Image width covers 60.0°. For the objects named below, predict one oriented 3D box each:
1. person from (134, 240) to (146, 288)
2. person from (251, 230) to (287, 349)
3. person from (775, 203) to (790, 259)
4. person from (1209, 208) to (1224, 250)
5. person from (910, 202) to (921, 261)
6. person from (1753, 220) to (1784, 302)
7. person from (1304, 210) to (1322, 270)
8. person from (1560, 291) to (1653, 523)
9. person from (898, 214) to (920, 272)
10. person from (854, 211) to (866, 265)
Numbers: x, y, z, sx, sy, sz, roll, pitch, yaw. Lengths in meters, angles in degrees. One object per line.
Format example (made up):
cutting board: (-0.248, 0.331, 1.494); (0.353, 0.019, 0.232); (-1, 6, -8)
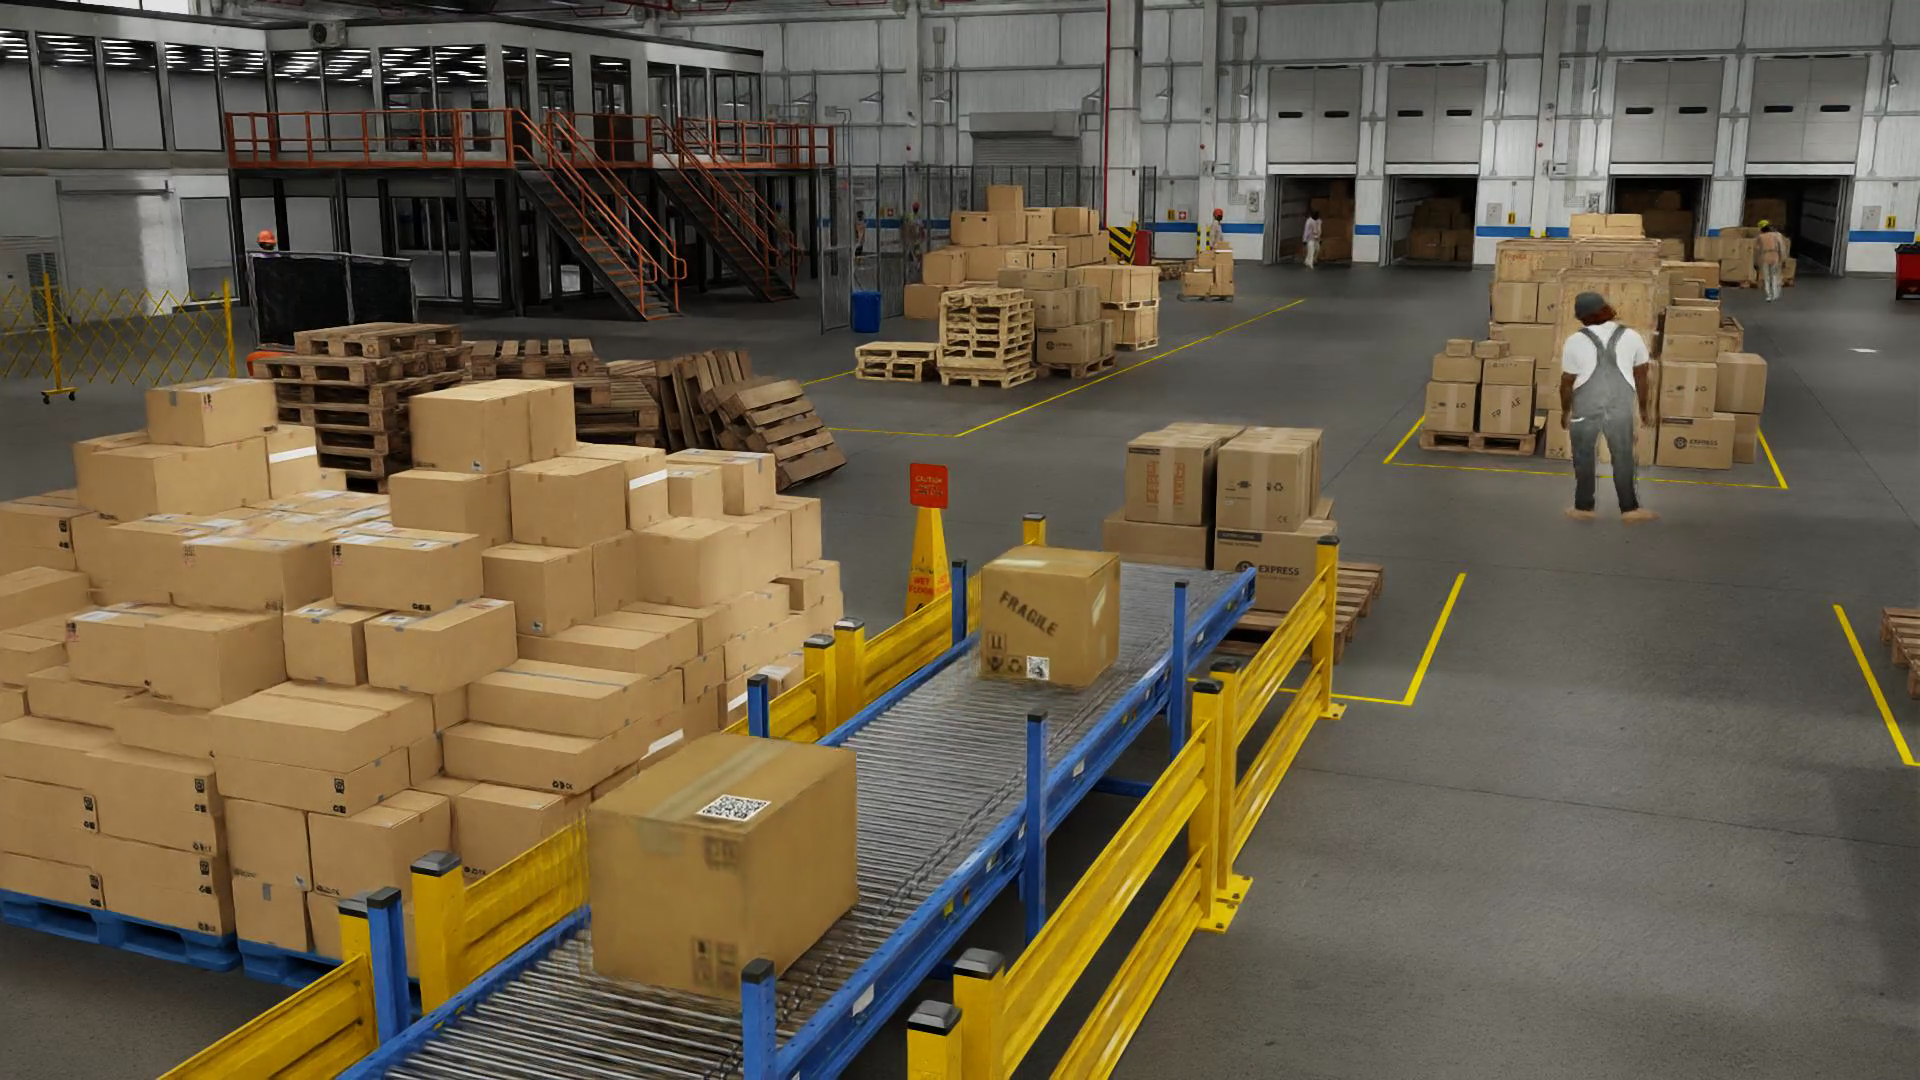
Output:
person: (-18.151, -5.992, 36.957); (0.561, 1.579, 0.827); (5, 14, 22)
person: (-11.178, -3.993, 26.990); (0.395, 2.042, 0.611); (5, 14, 23)
person: (-5.989, -10.512, 56.572); (0.762, 1.896, 0.469); (10, 16, 38)
person: (6.803, -7.786, 44.111); (0.395, 1.993, 0.616); (5, 14, 23)
person: (-1.480, -10.223, 55.180); (0.374, 1.934, 0.549); (5, 14, 23)
person: (18.580, -6.421, 38.271); (0.677, 1.863, 0.608); (4, 13, 16)
person: (10.674, -9.104, 50.444); (0.646, 1.816, 0.552); (-8, 15, -33)
person: (5.597, -1.180, 14.376); (0.844, 2.000, 0.560); (2, 13, 9)
person: (-1.541, -8.757, 49.080); (0.638, 1.718, 0.404); (9, 16, 35)
person: (-3.200, -9.683, 53.296); (0.320, 1.695, 0.538); (5, 14, 23)
